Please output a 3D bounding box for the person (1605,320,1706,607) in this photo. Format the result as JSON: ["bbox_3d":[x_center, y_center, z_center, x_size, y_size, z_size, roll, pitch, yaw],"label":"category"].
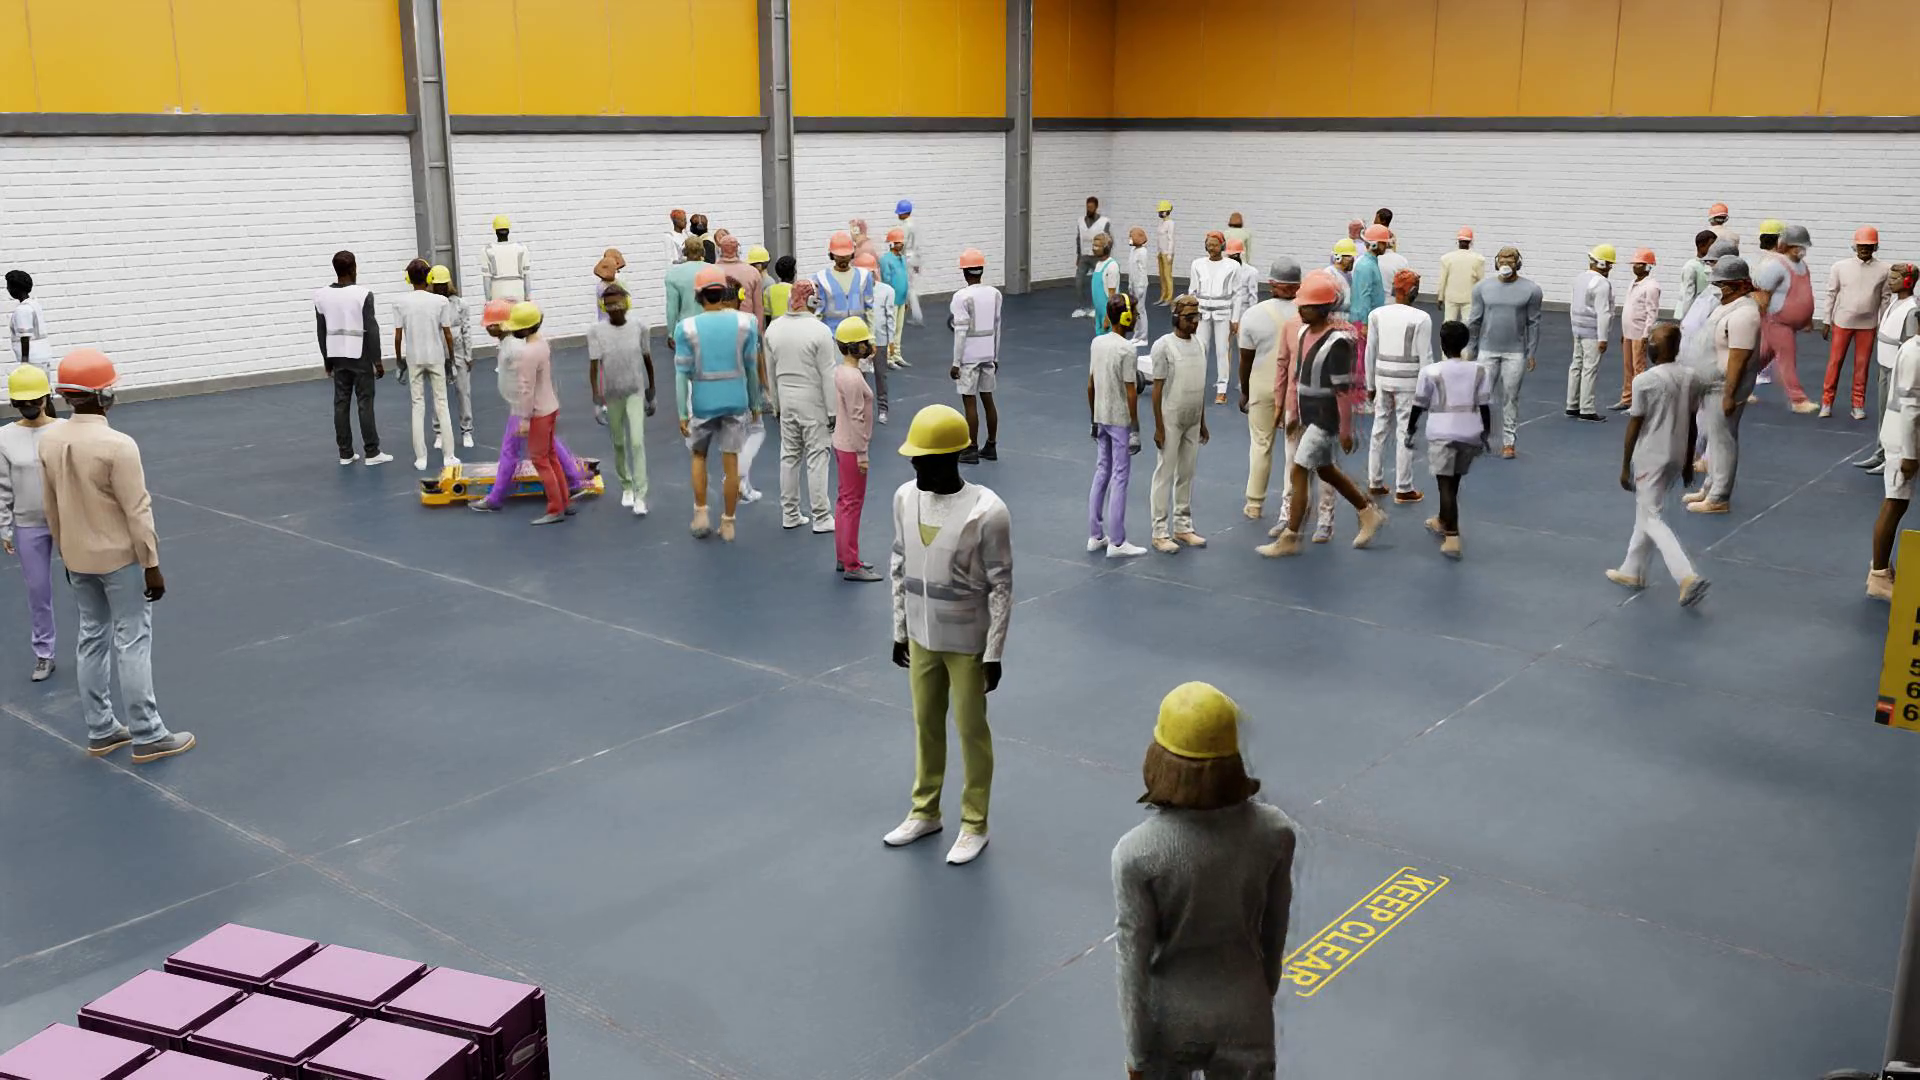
[{"bbox_3d":[4.514,-0.490,10.629,0.510,1.812,0.883,-5,15,-19],"label":"person"}]

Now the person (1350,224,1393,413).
[{"bbox_3d":[4.338,-2.344,17.656,0.407,1.986,0.615,5,15,18],"label":"person"}]

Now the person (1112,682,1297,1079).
[{"bbox_3d":[0.608,1.190,4.105,0.481,1.704,0.901,-2,14,-8],"label":"person"}]

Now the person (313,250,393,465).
[{"bbox_3d":[-5.458,-1.622,14.903,0.587,1.920,0.391,3,14,12],"label":"person"}]

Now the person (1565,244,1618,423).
[{"bbox_3d":[6.509,-2.127,17.121,0.403,1.818,0.597,-2,14,-8],"label":"person"}]

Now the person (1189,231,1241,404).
[{"bbox_3d":[2.774,-2.434,18.219,0.586,1.882,0.342,6,15,23],"label":"person"}]

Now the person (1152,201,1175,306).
[{"bbox_3d":[3.438,-4.814,27.993,0.333,1.760,0.527,-4,15,-15],"label":"person"}]

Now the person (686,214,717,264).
[{"bbox_3d":[-3.478,-3.463,22.415,0.429,1.841,0.633,-5,15,-19],"label":"person"}]

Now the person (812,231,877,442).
[{"bbox_3d":[-1.102,-1.928,15.908,0.614,2.030,0.409,-5,15,-19],"label":"person"}]

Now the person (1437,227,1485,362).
[{"bbox_3d":[6.321,-3.063,20.996,0.575,1.749,0.334,5,15,17],"label":"person"}]

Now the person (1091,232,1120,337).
[{"bbox_3d":[1.622,-2.519,18.652,0.338,1.839,0.504,-4,14,-14],"label":"person"}]

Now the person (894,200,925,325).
[{"bbox_3d":[-0.888,-4.216,25.333,0.800,1.889,0.614,2,14,8],"label":"person"}]

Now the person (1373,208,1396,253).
[{"bbox_3d":[5.656,-3.473,22.297,0.392,1.922,0.592,6,15,23],"label":"person"}]

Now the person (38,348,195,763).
[{"bbox_3d":[-4.053,0.083,7.931,0.622,1.997,0.372,6,15,21],"label":"person"}]

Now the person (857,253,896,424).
[{"bbox_3d":[-0.931,-2.050,16.977,0.557,1.743,0.345,0,14,0],"label":"person"}]

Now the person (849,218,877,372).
[{"bbox_3d":[-1.208,-3.011,20.520,0.544,1.891,0.697,-3,14,-10],"label":"person"}]

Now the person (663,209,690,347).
[{"bbox_3d":[-3.831,-3.577,22.784,0.344,1.883,0.584,5,15,19],"label":"person"}]

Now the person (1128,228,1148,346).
[{"bbox_3d":[2.449,-3.493,22.980,0.280,1.625,0.493,-3,14,-11],"label":"person"}]

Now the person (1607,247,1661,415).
[{"bbox_3d":[7.122,-2.196,17.521,0.319,1.755,0.573,-1,14,-4],"label":"person"}]

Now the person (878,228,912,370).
[{"bbox_3d":[-0.800,-3.016,20.808,0.325,1.752,0.560,6,15,23],"label":"person"}]

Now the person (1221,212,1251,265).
[{"bbox_3d":[4.524,-4.567,27.284,0.500,1.614,0.642,2,14,7],"label":"person"}]

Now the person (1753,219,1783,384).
[{"bbox_3d":[9.481,-2.800,19.593,0.370,1.927,0.588,4,15,16],"label":"person"}]

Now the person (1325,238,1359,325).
[{"bbox_3d":[4.081,-2.333,17.950,0.404,1.823,0.591,13,19,43],"label":"person"}]

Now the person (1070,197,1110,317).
[{"bbox_3d":[2.029,-4.456,26.279,0.625,1.889,0.728,10,17,34],"label":"person"}]

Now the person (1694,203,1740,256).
[{"bbox_3d":[10.020,-3.476,22.156,0.612,1.995,0.393,-2,14,-6],"label":"person"}]

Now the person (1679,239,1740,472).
[{"bbox_3d":[6.599,-1.626,14.672,0.535,2.000,0.673,2,14,7],"label":"person"}]

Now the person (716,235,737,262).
[{"bbox_3d":[-2.983,-3.091,21.346,0.307,1.638,0.514,-10,17,-35],"label":"person"}]

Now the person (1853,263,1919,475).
[{"bbox_3d":[8.169,-1.484,14.499,0.388,1.846,0.565,3,14,11],"label":"person"}]

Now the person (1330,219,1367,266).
[{"bbox_3d":[4.768,-2.907,20.064,0.410,1.909,0.643,-12,18,-40],"label":"person"}]

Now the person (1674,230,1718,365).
[{"bbox_3d":[7.852,-2.345,17.792,0.376,1.917,0.600,12,18,39],"label":"person"}]

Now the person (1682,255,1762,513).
[{"bbox_3d":[5.976,-1.235,13.108,0.535,2.000,0.679,4,15,15],"label":"person"}]

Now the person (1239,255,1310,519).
[{"bbox_3d":[2.481,-1.177,12.878,0.684,2.000,0.538,1,14,4],"label":"person"}]

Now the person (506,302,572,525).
[{"bbox_3d":[-3.217,-0.969,12.692,0.332,1.728,0.644,0,14,-1],"label":"person"}]
